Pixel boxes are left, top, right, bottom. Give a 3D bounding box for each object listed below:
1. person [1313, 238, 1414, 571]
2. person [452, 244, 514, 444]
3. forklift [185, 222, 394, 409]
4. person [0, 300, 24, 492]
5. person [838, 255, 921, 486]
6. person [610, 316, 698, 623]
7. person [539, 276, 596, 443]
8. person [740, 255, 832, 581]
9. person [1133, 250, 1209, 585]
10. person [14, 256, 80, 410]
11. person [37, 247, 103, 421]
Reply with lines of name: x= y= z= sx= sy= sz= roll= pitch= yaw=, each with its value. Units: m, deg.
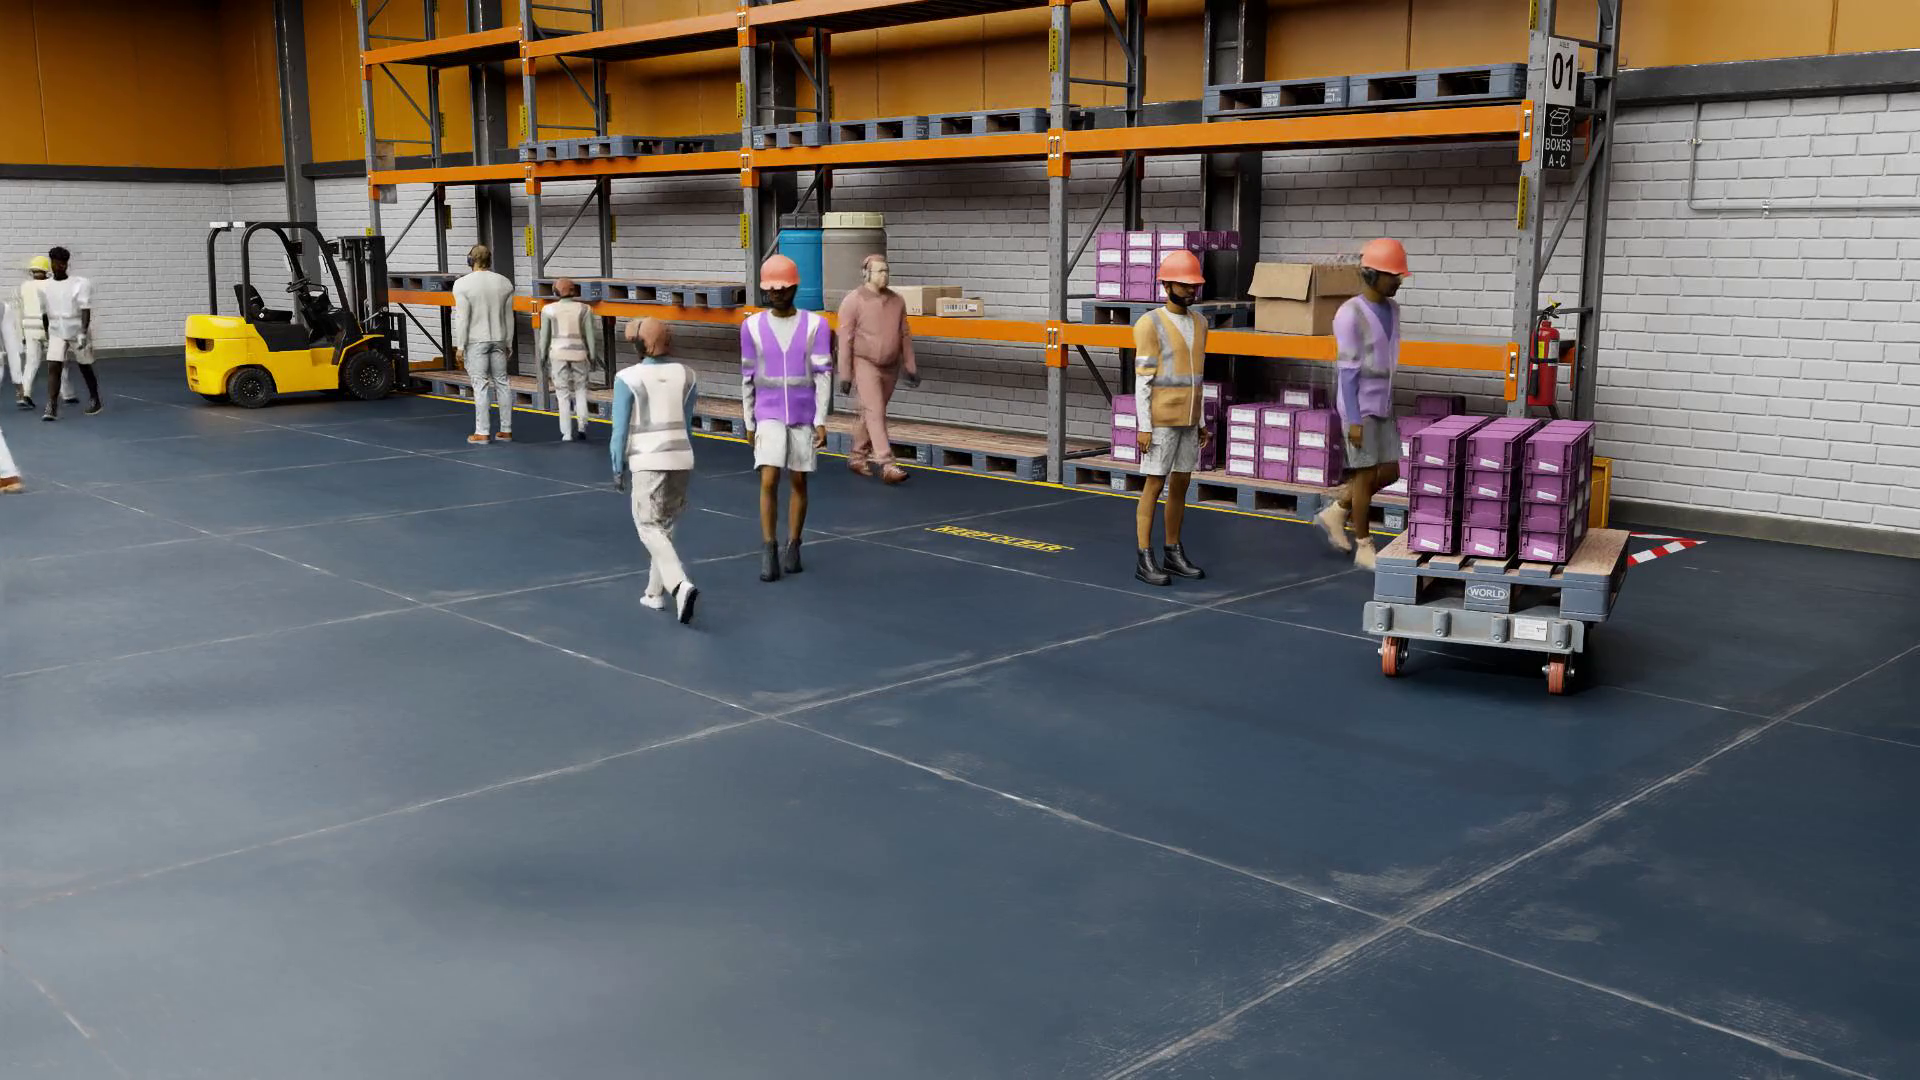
person: x=2.412 y=-0.798 z=9.986 sx=0.620 sy=2.006 sz=0.612 roll=-9 pitch=14 yaw=-41
person: x=-4.625 y=-1.901 z=16.189 sx=0.372 sy=1.939 sz=0.629 roll=10 pitch=14 yaw=44
forklift: x=-8.169 y=-2.758 z=20.163 sx=2.313 sy=2.155 sz=1.214 roll=-10 pitch=14 yaw=-44
person: x=-7.814 y=-1.295 z=13.210 sx=1.030 sy=1.831 sz=0.590 roll=6 pitch=12 yaw=29
person: x=-0.665 y=-1.396 z=13.655 sx=0.634 sy=1.860 sz=1.011 roll=-9 pitch=14 yaw=-41
person: x=-1.557 y=-0.372 z=8.761 sx=0.514 sy=1.610 sz=0.720 roll=-9 pitch=14 yaw=-39
person: x=-3.859 y=-1.773 z=16.357 sx=0.526 sy=1.618 sz=0.481 roll=-4 pitch=11 yaw=-19
person: x=-1.019 y=-0.707 z=9.780 sx=0.543 sy=1.905 sz=0.737 roll=-1 pitch=10 yaw=-4
person: x=1.259 y=-0.707 z=9.681 sx=0.551 sy=1.934 sz=0.373 roll=-8 pitch=13 yaw=-38
person: x=-10.748 y=-2.420 z=19.450 sx=0.598 sy=1.790 sz=0.931 roll=0 pitch=10 yaw=0
person: x=-9.895 y=-2.291 z=18.455 sx=0.591 sy=1.906 sz=1.002 roll=-2 pitch=11 yaw=-8
